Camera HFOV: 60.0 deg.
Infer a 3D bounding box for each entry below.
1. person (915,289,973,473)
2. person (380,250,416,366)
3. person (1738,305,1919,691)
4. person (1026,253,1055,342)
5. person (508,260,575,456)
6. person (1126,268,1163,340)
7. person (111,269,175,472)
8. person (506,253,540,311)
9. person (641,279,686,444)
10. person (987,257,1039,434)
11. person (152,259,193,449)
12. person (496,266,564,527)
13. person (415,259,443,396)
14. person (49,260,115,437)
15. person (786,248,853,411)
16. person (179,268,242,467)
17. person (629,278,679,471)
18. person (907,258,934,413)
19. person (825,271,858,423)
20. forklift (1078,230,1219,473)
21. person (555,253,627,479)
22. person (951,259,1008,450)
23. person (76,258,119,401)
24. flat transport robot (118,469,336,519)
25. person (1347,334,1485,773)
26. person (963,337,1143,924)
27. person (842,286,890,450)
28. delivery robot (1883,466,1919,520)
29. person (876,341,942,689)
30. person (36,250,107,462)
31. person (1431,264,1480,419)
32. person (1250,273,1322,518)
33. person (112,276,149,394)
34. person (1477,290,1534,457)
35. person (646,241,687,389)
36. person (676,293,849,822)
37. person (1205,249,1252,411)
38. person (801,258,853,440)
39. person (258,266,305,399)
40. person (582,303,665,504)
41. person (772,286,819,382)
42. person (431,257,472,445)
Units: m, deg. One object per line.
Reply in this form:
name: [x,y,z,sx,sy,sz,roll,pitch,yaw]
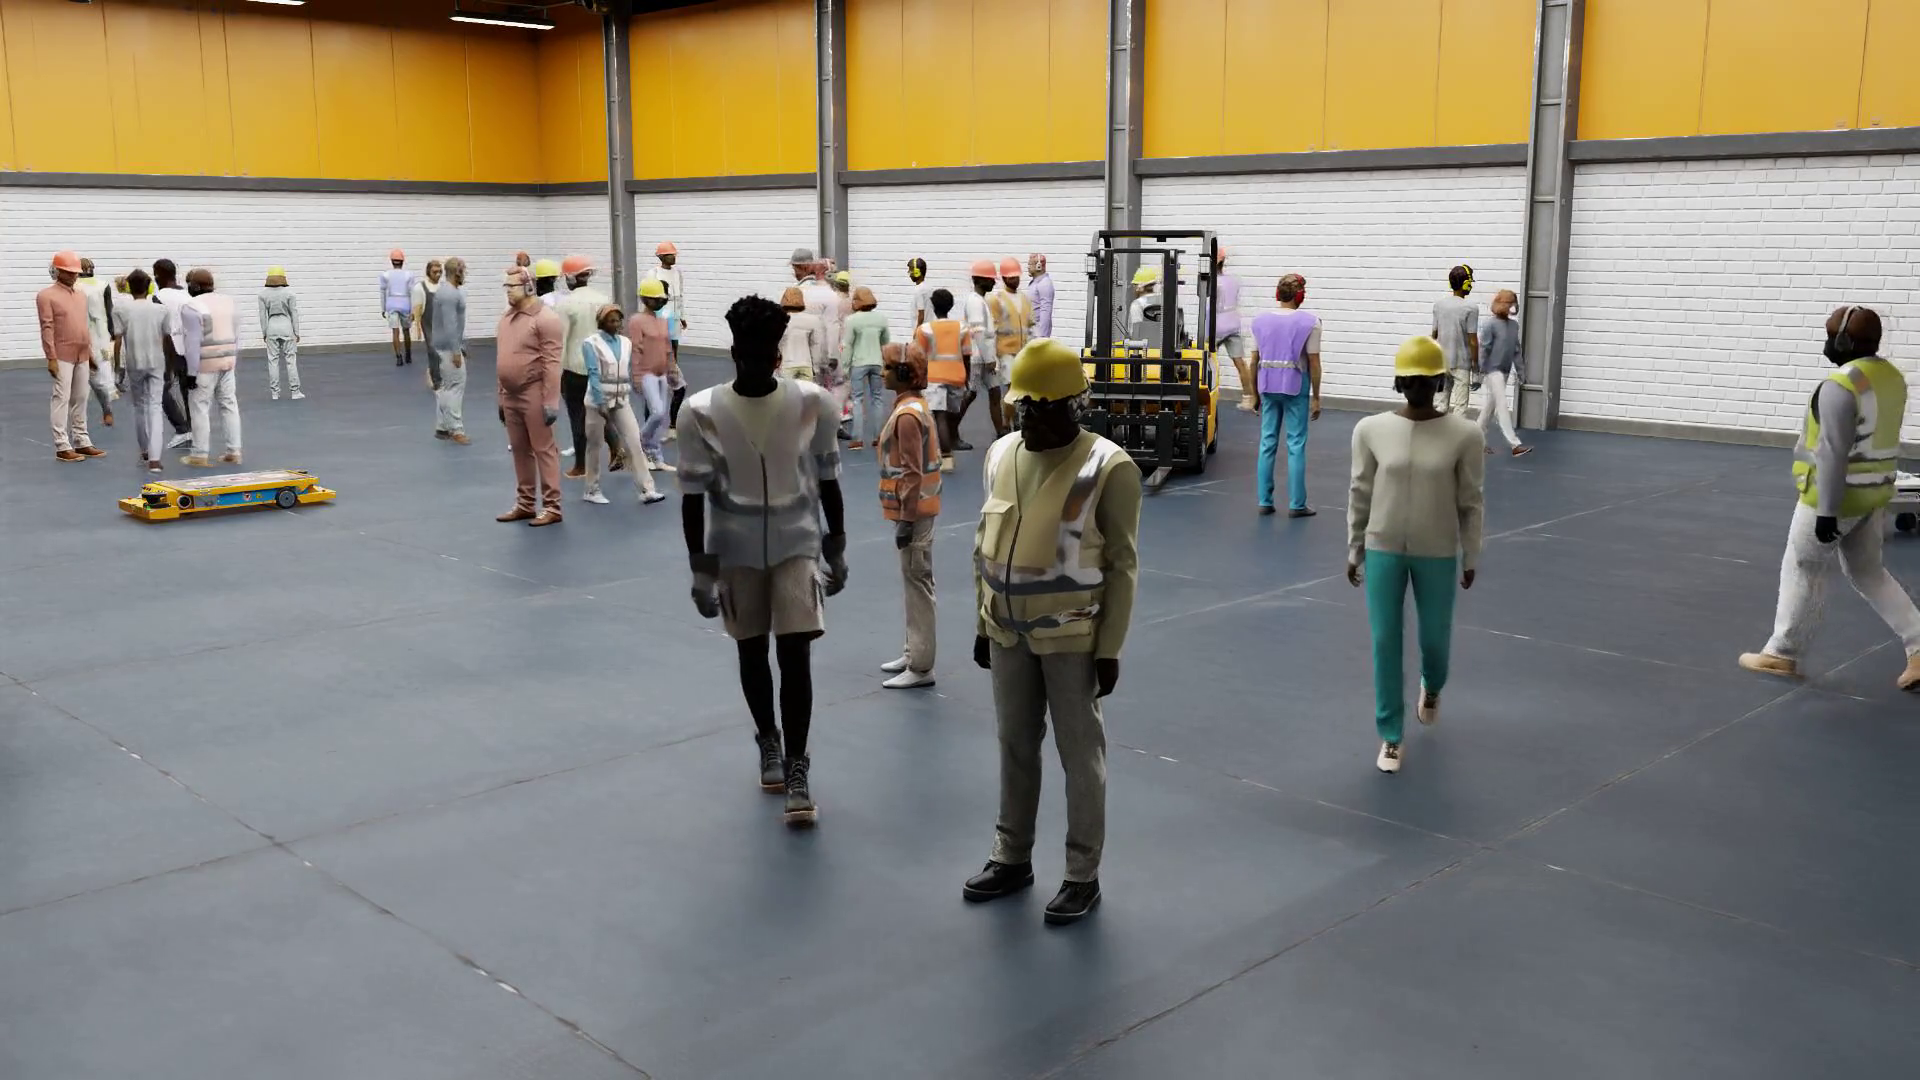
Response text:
person: [-0.164,-1.448,15.112,0.547,1.645,0.886,-4,11,-19]
person: [-9.246,-3.822,27.406,0.549,1.883,0.985,-4,11,-20]
person: [4.235,-0.192,7.834,0.635,1.816,0.866,-7,13,-35]
person: [0.947,-2.591,20.643,0.407,1.908,0.641,-2,11,-10]
person: [-4.000,-1.746,16.074,0.895,1.885,0.611,3,11,17]
person: [2.036,-2.058,18.067,0.609,1.789,0.919,-10,14,-44]
person: [-7.485,-1.564,15.288,0.499,1.811,0.989,-4,11,-22]
person: [-7.162,-3.811,27.494,0.603,1.829,0.972,-8,13,-38]
person: [-3.008,-1.811,16.975,0.553,1.677,0.567,7,12,33]
person: [0.546,-1.904,16.913,0.601,1.915,0.527,-10,14,-42]
person: [-7.767,-1.830,16.524,0.460,1.891,0.624,3,11,13]
person: [-3.207,-1.060,12.289,0.644,1.907,0.408,8,13,37]
person: [-7.037,-2.832,22.196,0.509,1.823,0.647,-9,14,-41]
person: [-9.484,-2.088,17.929,0.678,1.902,0.916,-2,11,-9]
person: [-1.737,-2.406,19.265,1.011,2.000,0.687,1,10,4]
person: [-7.009,-1.587,15.431,0.580,1.827,0.651,3,11,18]
person: [-2.728,-1.461,14.906,0.375,1.753,0.606,5,11,24]
person: [-0.472,-2.412,19.784,0.326,1.865,0.519,2,11,13]
person: [-1.415,-2.166,18.789,0.406,1.727,0.567,8,13,37]
forklift: [1.804,-1.825,15.677,1.214,2.155,2.313,2,11,13]
person: [-3.262,-1.505,14.536,0.526,1.978,0.619,6,12,31]
person: [0.214,-1.816,16.455,0.837,1.904,0.568,2,11,12]
person: [-11.241,-2.711,21.489,0.624,1.838,0.430,-3,11,-16]
flat transport robot: [-5.715,-0.372,13.004,1.431,0.197,0.652,-10,14,-44]
person: [1.842,0.033,6.764,0.529,1.751,0.598,3,11,17]
person: [0.266,0.279,5.215,0.586,1.825,0.403,8,13,38]
person: [-0.932,-1.719,16.654,0.518,1.628,0.286,-6,12,-29]
delivery robot: [6.565,-0.351,11.854,0.707,0.478,0.477,0,10,-1]
person: [-0.240,-0.117,7.874,0.314,1.641,0.515,0,10,0]
person: [-8.438,-1.743,15.795,0.391,1.986,0.608,2,11,11]
person: [4.477,-1.539,15.005,0.321,1.871,0.532,-8,13,-36]
person: [2.456,-1.088,12.609,0.564,1.845,0.389,7,13,35]
person: [-11.162,-2.745,22.328,0.877,1.583,0.542,-1,10,-3]
person: [5.277,-1.589,15.988,0.523,1.592,0.801,-8,13,-38]
person: [-4.047,-3.114,23.104,0.368,2.045,0.614,9,13,39]
person: [-0.709,0.078,6.101,0.628,1.893,0.865,-1,10,-7]
person: [3.180,-2.560,20.346,0.645,1.966,0.926,-7,13,-35]
person: [-1.365,-1.958,17.222,0.520,1.893,0.664,-9,14,-41]
person: [-8.870,-2.704,21.724,0.484,1.735,0.311,-1,10,-7]
person: [-2.685,-1.046,13.061,0.806,1.602,0.502,9,14,39]
person: [-1.633,-1.681,16.422,0.500,1.633,0.280,-5,11,-25]
person: [-5.245,-1.948,17.165,0.404,1.908,0.888,-4,11,-23]
